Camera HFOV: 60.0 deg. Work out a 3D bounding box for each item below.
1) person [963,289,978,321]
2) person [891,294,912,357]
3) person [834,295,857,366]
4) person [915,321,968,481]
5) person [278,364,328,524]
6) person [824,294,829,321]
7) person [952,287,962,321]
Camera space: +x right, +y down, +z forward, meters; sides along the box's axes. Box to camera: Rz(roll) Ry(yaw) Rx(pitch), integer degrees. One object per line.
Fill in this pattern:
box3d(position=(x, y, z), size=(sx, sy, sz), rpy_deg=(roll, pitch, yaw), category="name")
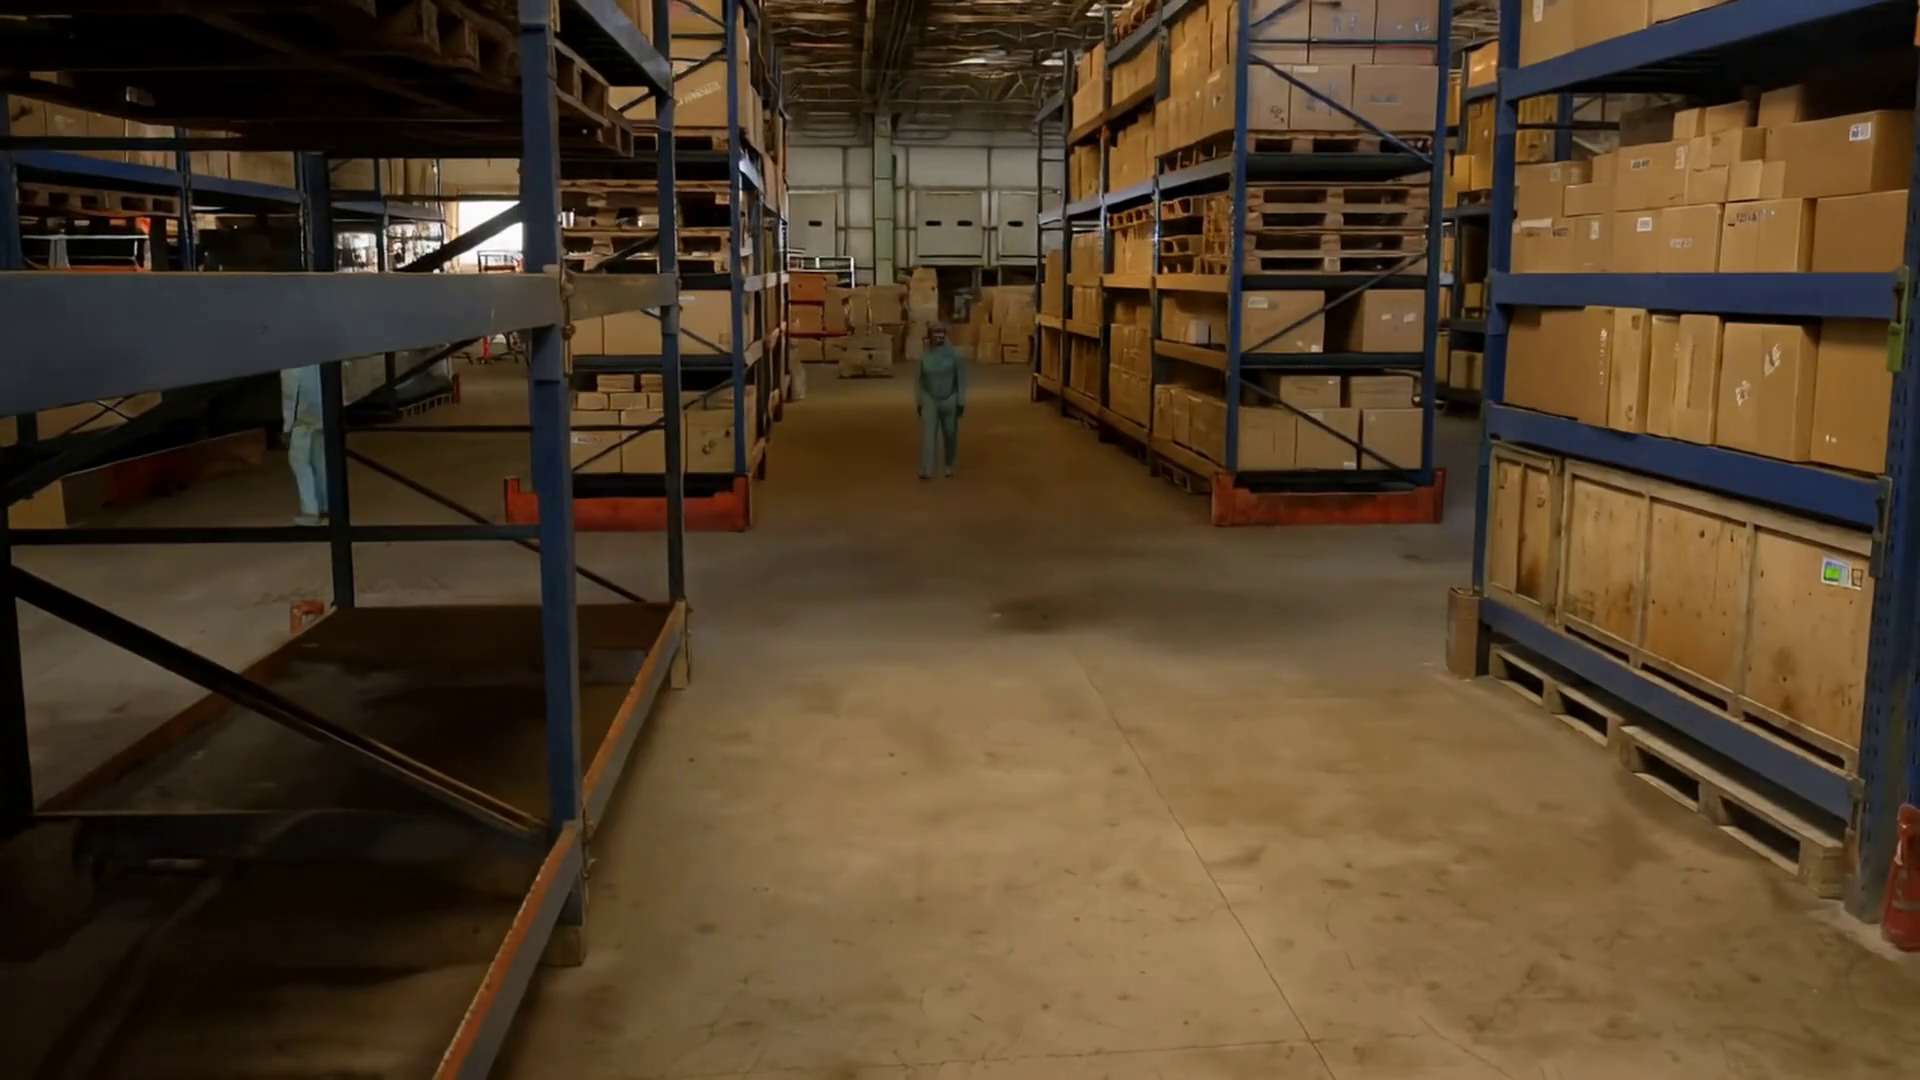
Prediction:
box3d(position=(0.356, -8.325, 61.520), size=(0.648, 1.887, 1.011), rpy_deg=(5, 10, 29), category="person")
box3d(position=(-1.619, -6.238, 48.475), size=(0.998, 1.866, 0.612), rpy_deg=(0, 9, 3), category="person")
box3d(position=(-2.830, -5.498, 43.734), size=(0.918, 1.904, 0.544), rpy_deg=(0, 9, -1), category="person")
box3d(position=(-0.237, -1.606, 19.413), size=(0.646, 1.863, 0.965), rpy_deg=(1, 9, 9), category="person")
box3d(position=(-6.287, -1.100, 16.139), size=(0.406, 1.912, 0.768), rpy_deg=(3, 10, 18), category="person")
box3d(position=(-3.952, -6.536, 50.413), size=(0.346, 1.846, 0.505), rpy_deg=(2, 9, 13), category="person")
box3d(position=(-0.204, -9.496, 68.817), size=(0.907, 1.894, 0.565), rpy_deg=(1, 9, 4), category="person")
